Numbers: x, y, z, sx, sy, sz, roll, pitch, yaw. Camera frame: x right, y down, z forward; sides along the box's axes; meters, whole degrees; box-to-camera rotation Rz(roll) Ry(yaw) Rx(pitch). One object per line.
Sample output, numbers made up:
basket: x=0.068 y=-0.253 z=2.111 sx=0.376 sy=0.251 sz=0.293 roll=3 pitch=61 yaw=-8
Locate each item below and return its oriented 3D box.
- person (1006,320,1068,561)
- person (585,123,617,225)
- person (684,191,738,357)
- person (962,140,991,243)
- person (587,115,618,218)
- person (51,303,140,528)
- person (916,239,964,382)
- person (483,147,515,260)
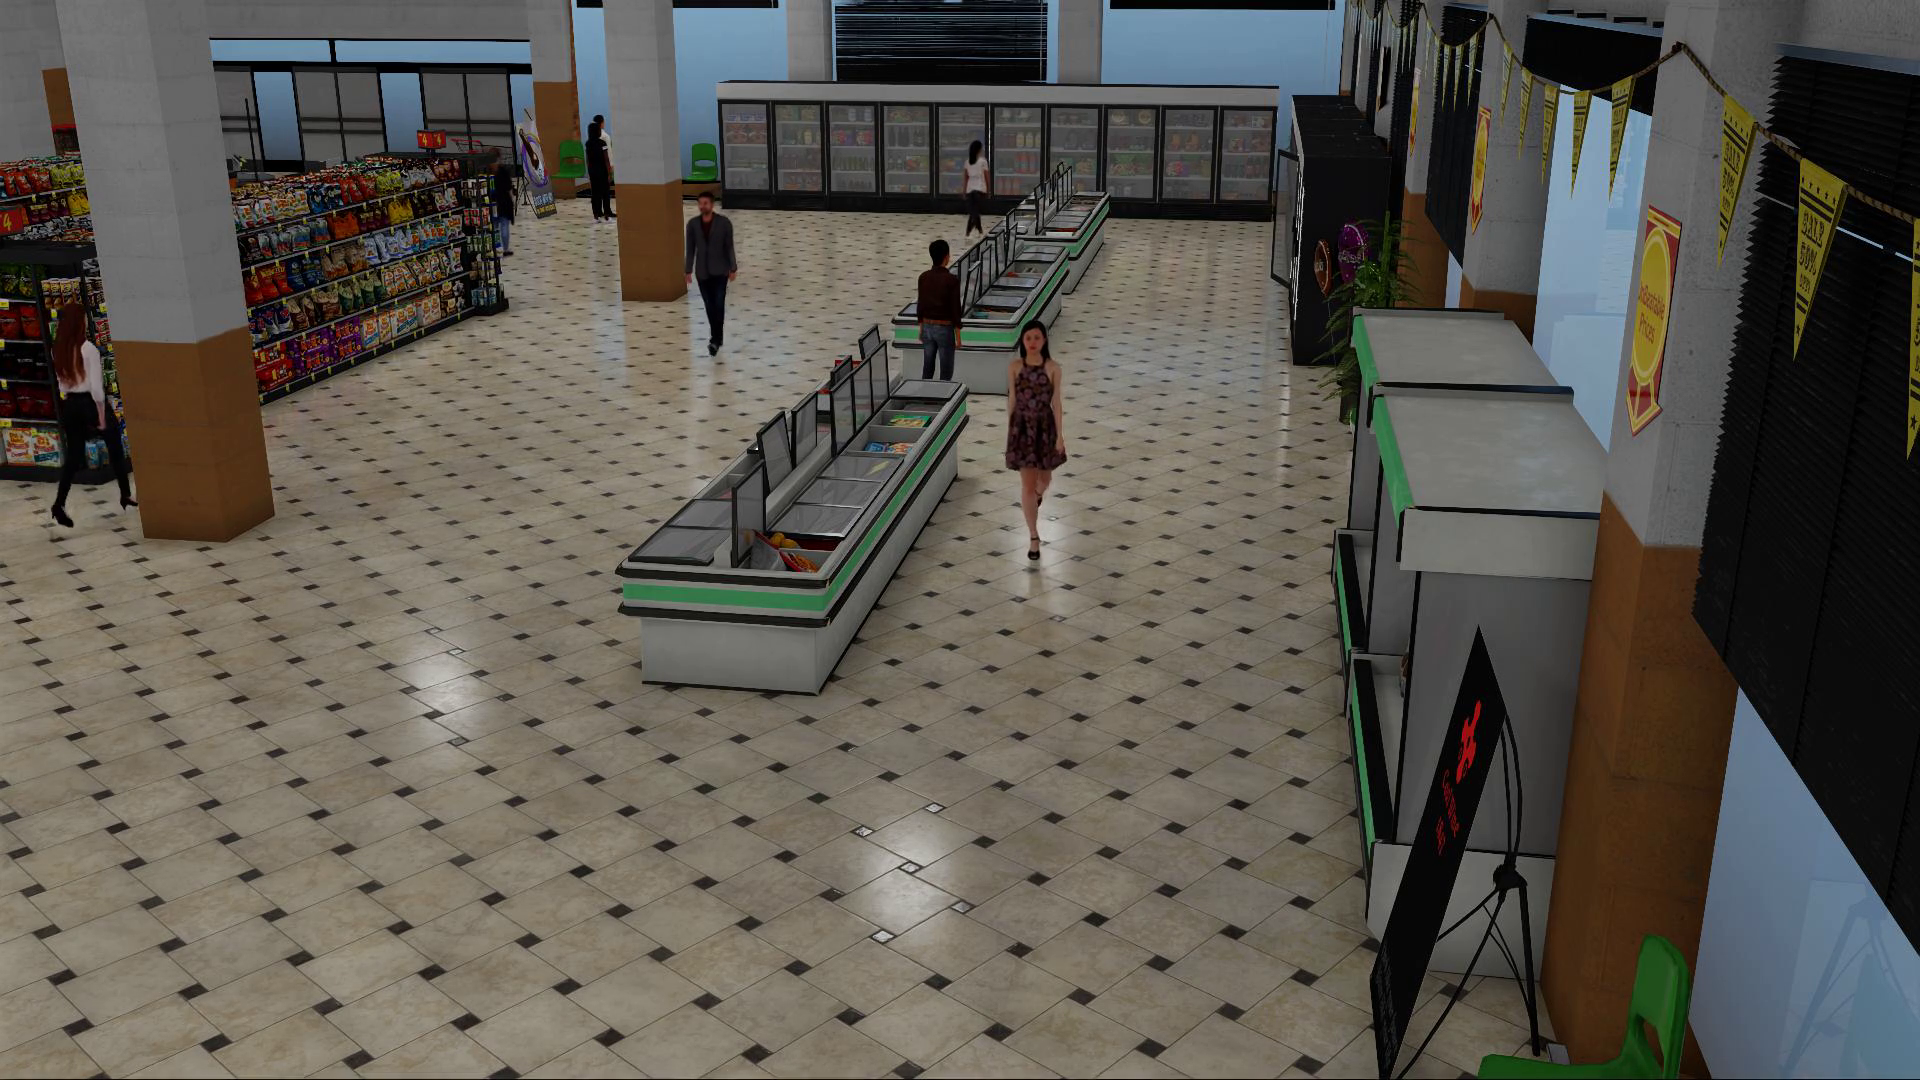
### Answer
person: x=0.567 y=-0.762 z=12.378 sx=0.660 sy=1.740 sz=1.159 roll=2 pitch=19 yaw=4
person: x=-6.348 y=-6.444 z=29.227 sx=0.651 sy=1.743 sz=0.626 roll=7 pitch=20 yaw=20
person: x=-2.814 y=-3.045 z=19.019 sx=0.719 sy=1.824 sz=1.096 roll=3 pitch=19 yaw=8
person: x=0.236 y=-5.615 z=26.999 sx=0.831 sy=1.595 sz=1.149 roll=11 pitch=21 yaw=29
person: x=-6.482 y=-6.746 z=30.014 sx=0.724 sy=1.811 sz=0.683 roll=11 pitch=22 yaw=30
person: x=-6.835 y=-0.927 z=12.897 sx=0.627 sy=1.722 sz=1.140 roll=4 pitch=19 yaw=11
person: x=-0.211 y=-1.980 z=15.933 sx=0.696 sy=1.777 sz=0.631 roll=10 pitch=21 yaw=27
person: x=-7.116 y=-5.193 z=25.613 sx=0.627 sy=1.682 sz=0.545 roll=4 pitch=19 yaw=11
